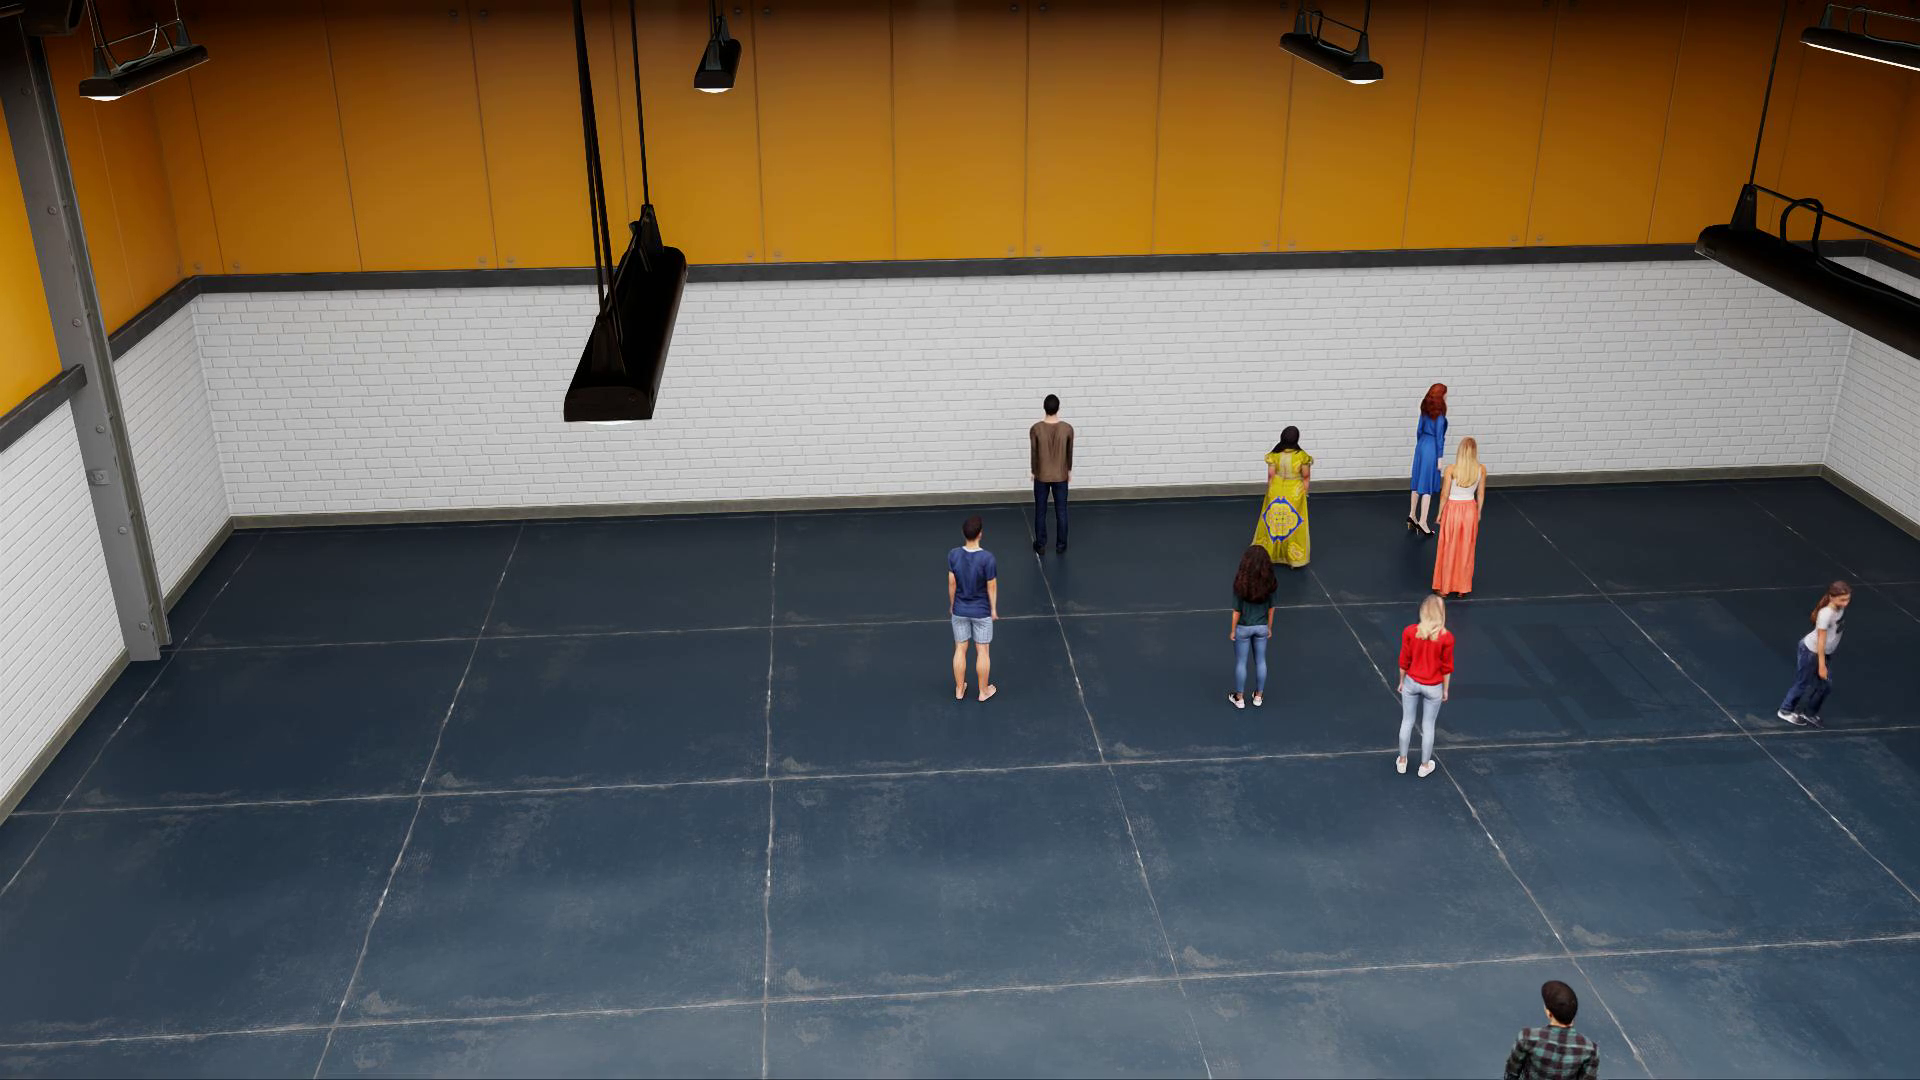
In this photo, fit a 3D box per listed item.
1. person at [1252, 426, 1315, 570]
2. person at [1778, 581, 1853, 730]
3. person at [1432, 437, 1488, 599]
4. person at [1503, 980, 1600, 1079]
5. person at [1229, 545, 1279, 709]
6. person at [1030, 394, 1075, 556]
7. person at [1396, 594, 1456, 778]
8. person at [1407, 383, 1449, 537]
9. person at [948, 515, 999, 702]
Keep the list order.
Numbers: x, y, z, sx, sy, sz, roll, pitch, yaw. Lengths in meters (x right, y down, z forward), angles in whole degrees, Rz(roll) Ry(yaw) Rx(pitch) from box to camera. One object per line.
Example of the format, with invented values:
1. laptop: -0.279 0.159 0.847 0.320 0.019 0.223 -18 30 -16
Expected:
1. person: 3.622 -0.482 18.441 0.970 1.661 0.944 7 25 16
2. person: 7.789 1.015 15.188 0.784 1.524 0.719 20 31 38
3. person: 5.322 -0.245 17.721 0.651 1.803 0.602 1 24 2
4. person: 3.435 3.419 9.797 0.853 1.670 1.195 4 24 9
5. person: 2.724 0.805 15.558 0.598 1.612 0.586 -3 24 -7
6. person: 1.028 -0.740 18.746 0.646 1.889 0.565 -1 24 -3
7. person: 4.009 1.261 14.400 0.688 1.704 0.677 10 26 22
8. person: 5.430 -0.947 19.296 0.720 1.827 0.573 -7 24 -15
9. person: 0.114 0.645 15.629 0.688 1.848 0.664 6 24 14
